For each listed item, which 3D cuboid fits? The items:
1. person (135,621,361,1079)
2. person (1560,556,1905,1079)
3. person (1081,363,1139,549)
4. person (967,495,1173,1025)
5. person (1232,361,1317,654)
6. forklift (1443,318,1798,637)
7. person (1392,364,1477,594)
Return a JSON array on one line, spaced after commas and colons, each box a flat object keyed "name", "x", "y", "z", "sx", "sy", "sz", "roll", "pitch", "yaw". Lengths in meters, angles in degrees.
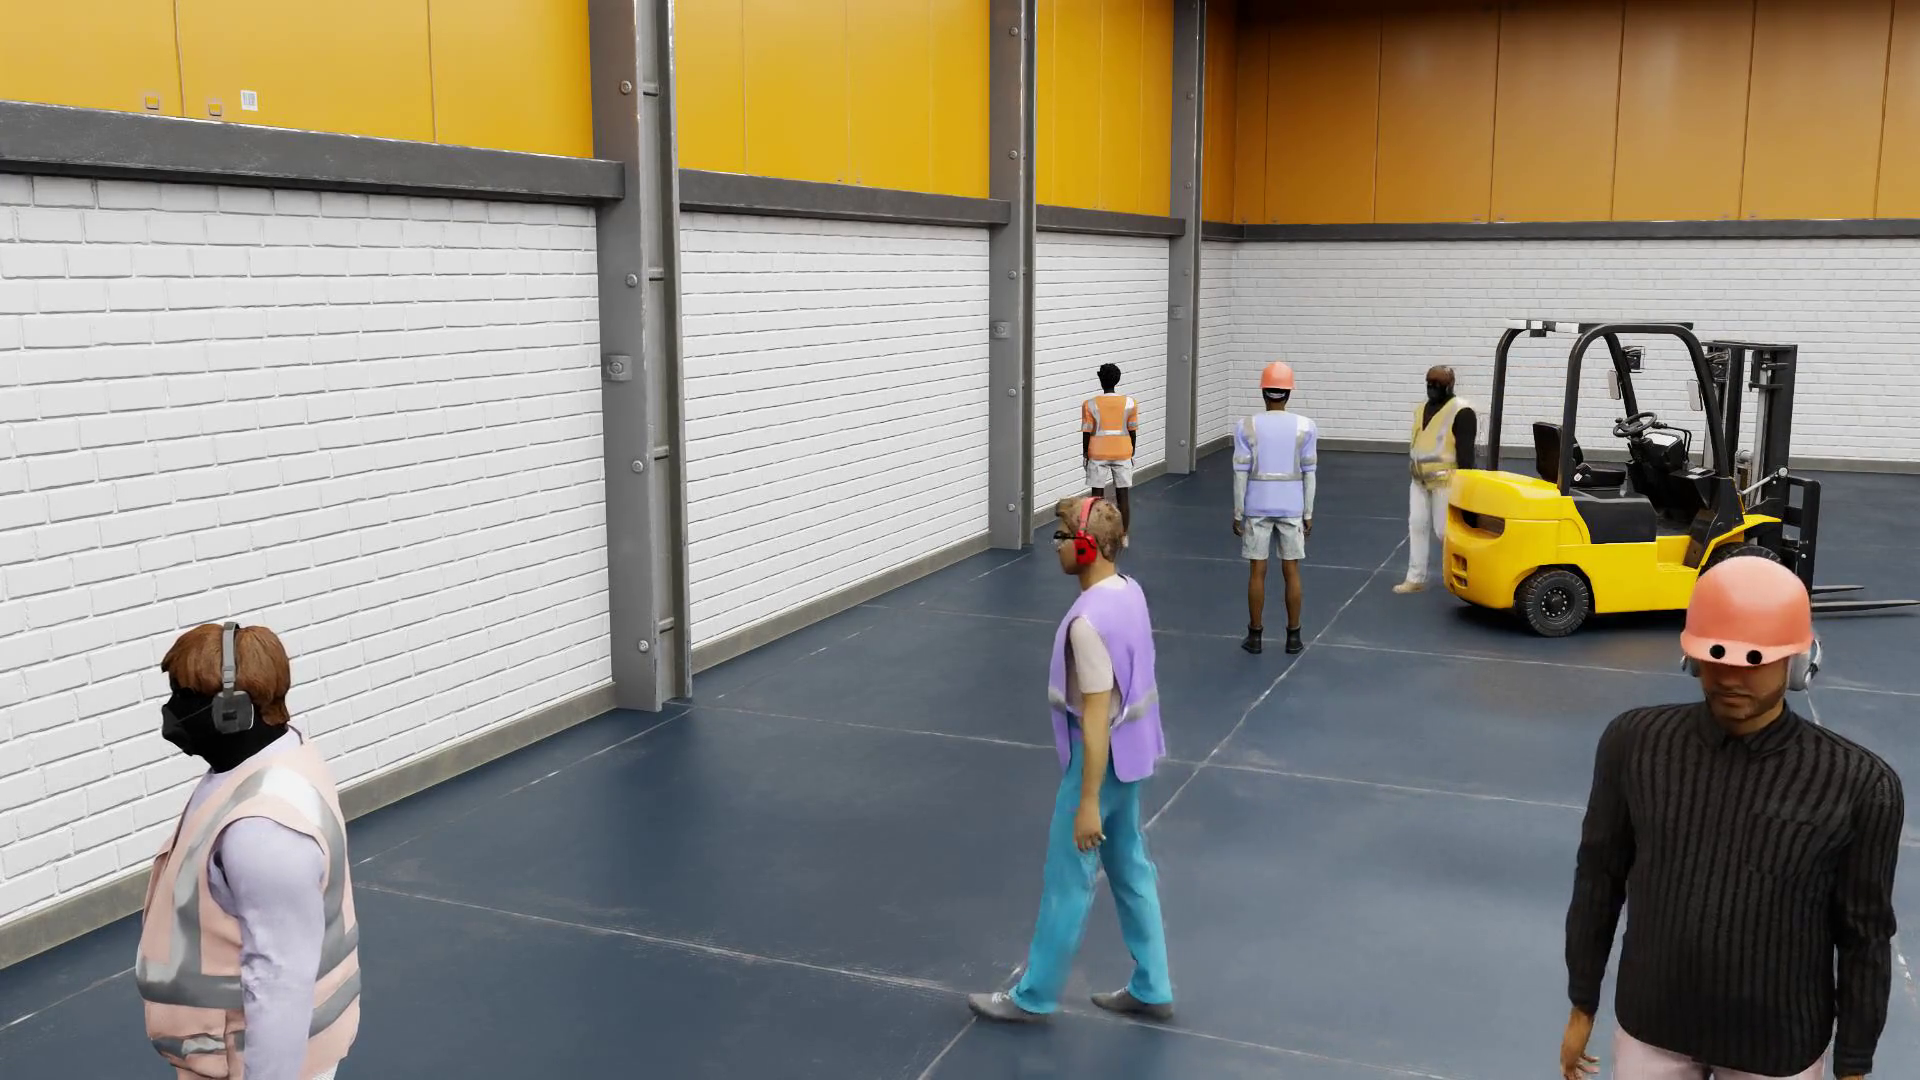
[{"name": "person", "x": -1.491, "y": 1.076, "z": 3.524, "sx": 0.429, "sy": 1.844, "sz": 0.625, "roll": -4, "pitch": 10, "yaw": -25}, {"name": "person", "x": 1.570, "y": 1.010, "z": 3.470, "sx": 0.629, "sy": 1.991, "sz": 0.397, "roll": 7, "pitch": 12, "yaw": 37}, {"name": "person", "x": 1.352, "y": -0.752, "z": 15.062, "sx": 0.532, "sy": 1.694, "sz": 0.320, "roll": -1, "pitch": 9, "yaw": -3}, {"name": "person", "x": 0.408, "y": 0.757, "z": 5.560, "sx": 0.583, "sy": 1.837, "sz": 0.596, "roll": 3, "pitch": 10, "yaw": 19}, {"name": "person", "x": 2.069, "y": -0.208, "z": 11.010, "sx": 0.547, "sy": 1.938, "sz": 0.377, "roll": 1, "pitch": 9, "yaw": 6}, {"name": "forklift", "x": 4.706, "y": -0.497, "z": 11.990, "sx": 2.313, "sy": 2.155, "sz": 1.214, "roll": -2, "pitch": 10, "yaw": -10}, {"name": "person", "x": 3.794, "y": -0.471, "z": 12.993, "sx": 0.710, "sy": 1.817, "sz": 0.643, "roll": -4, "pitch": 10, "yaw": -24}]
